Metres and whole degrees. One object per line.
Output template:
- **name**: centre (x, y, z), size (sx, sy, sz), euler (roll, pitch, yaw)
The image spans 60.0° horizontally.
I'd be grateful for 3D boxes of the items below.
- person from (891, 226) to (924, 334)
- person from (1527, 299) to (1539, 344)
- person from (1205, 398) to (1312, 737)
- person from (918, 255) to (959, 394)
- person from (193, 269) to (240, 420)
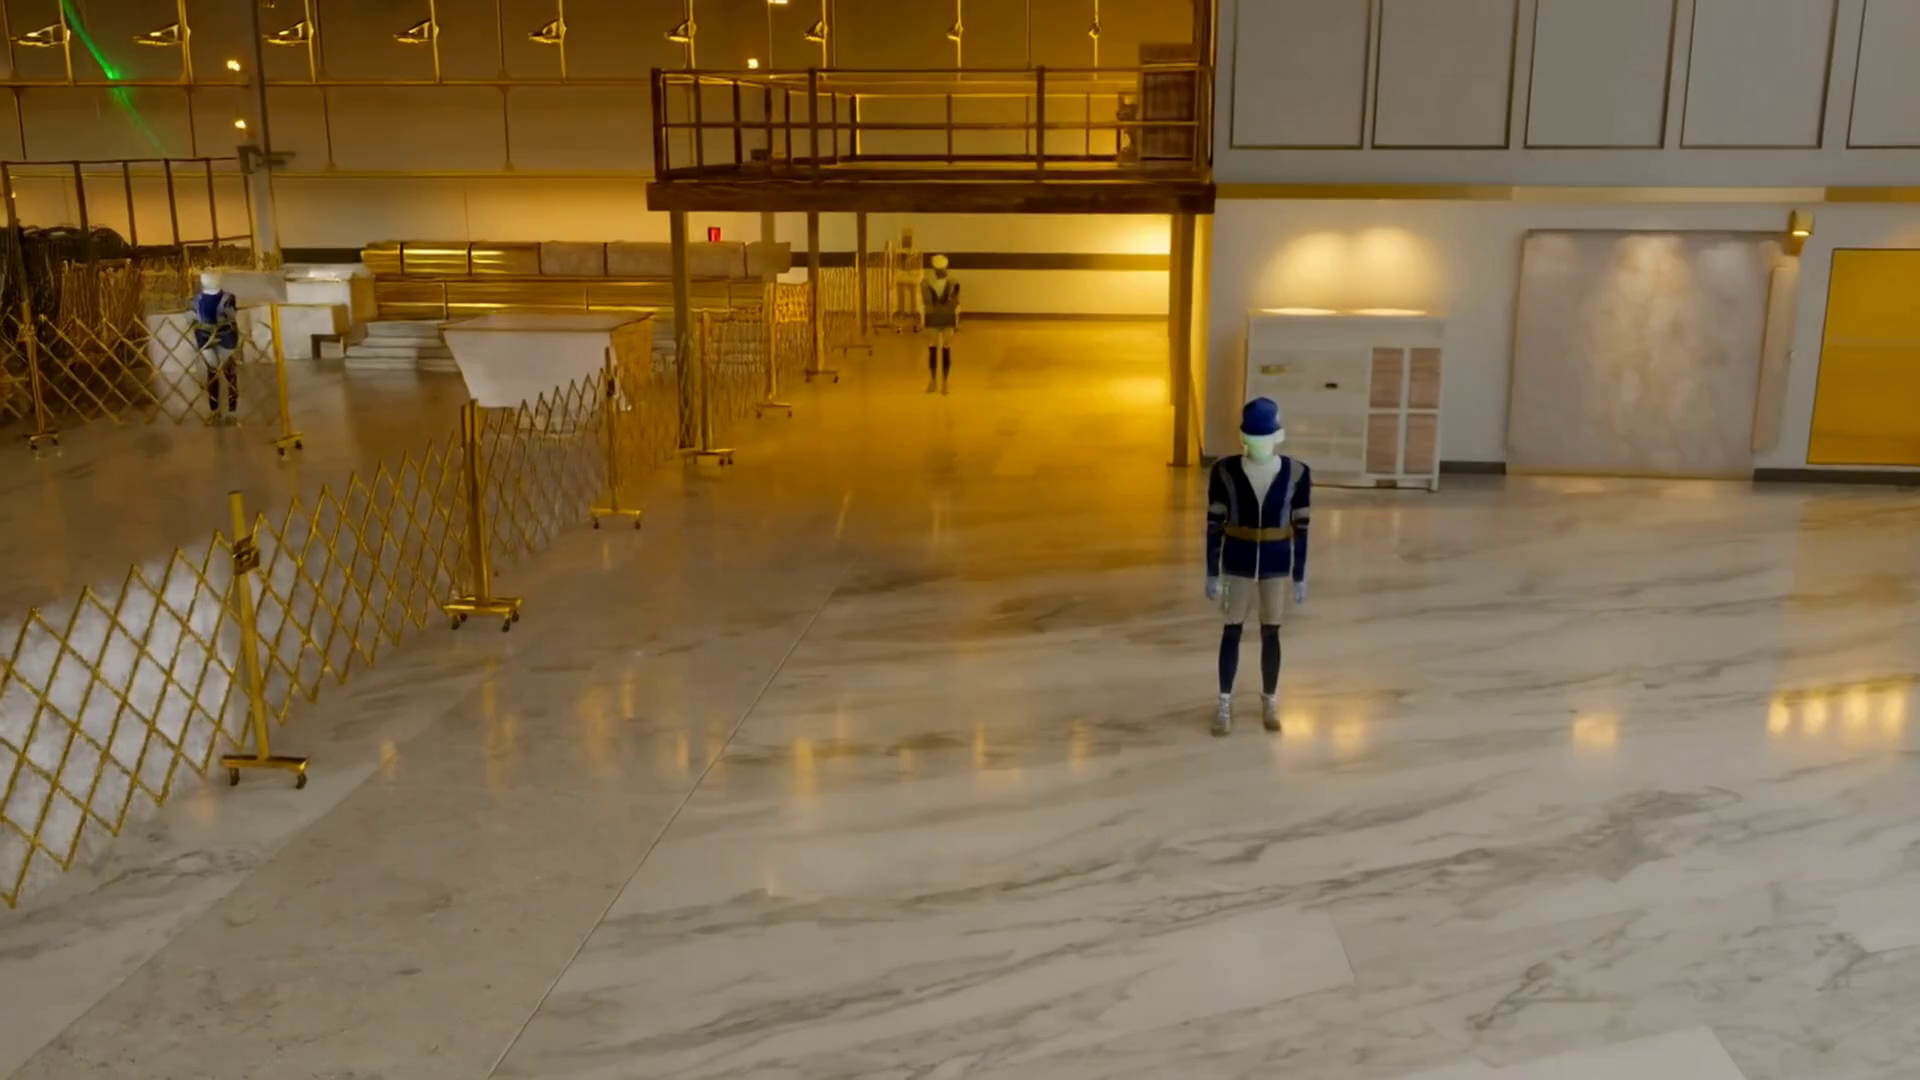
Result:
- **person**: centre (-0.945, -4.652, 29.793), size (0.589, 1.927, 0.368), euler (2, 14, 6)
- **person**: centre (6.083, -1.741, 17.999), size (0.520, 1.871, 0.326), euler (2, 14, 6)
- **person**: centre (1.753, 0.171, 9.839), size (0.609, 2.043, 0.376), euler (2, 14, 6)
- **person**: centre (-0.298, -2.959, 22.974), size (0.570, 1.912, 0.633), euler (0, 14, 0)
- **person**: centre (-9.336, -2.448, 20.876), size (0.577, 1.884, 0.353), euler (2, 14, 6)
